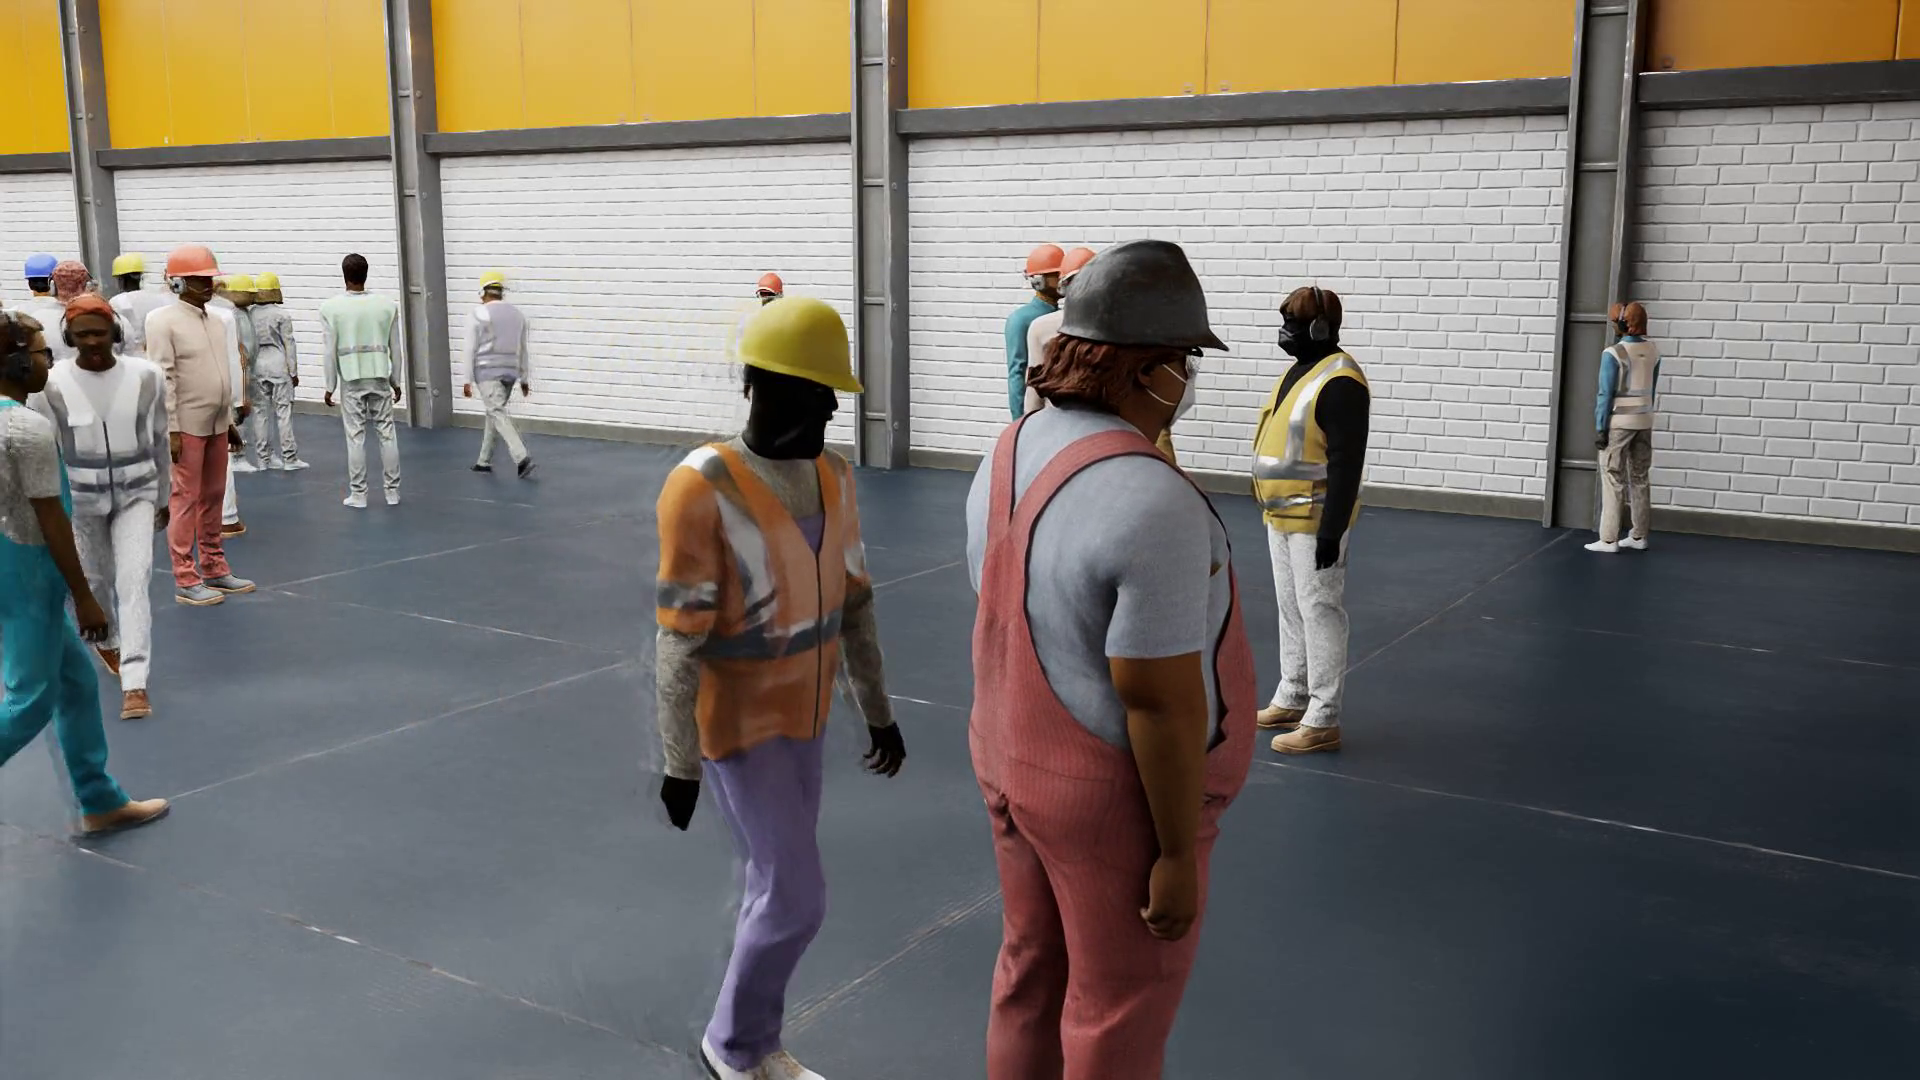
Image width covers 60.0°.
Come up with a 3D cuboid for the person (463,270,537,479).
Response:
[{"bbox_3d":[-3.911,-1.402,14.169,0.886,1.780,0.617,7,12,33],"label":"person"}]

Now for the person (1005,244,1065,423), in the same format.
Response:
[{"bbox_3d":[0.498,-0.713,9.700,0.375,1.997,0.611,8,13,36],"label":"person"}]

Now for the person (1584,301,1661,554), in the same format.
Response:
[{"bbox_3d":[4.304,-0.720,10.767,0.518,1.632,0.312,-5,11,-27],"label":"person"}]

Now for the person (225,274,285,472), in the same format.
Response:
[{"bbox_3d":[-6.182,-1.451,14.533,0.519,1.735,0.503,1,10,4],"label":"person"}]

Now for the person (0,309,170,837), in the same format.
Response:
[{"bbox_3d":[-3.062,0.171,5.337,0.516,1.815,0.876,9,14,41],"label":"person"}]

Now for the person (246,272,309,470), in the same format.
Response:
[{"bbox_3d":[-6.057,-1.482,14.671,0.485,1.744,0.295,2,10,9],"label":"person"}]

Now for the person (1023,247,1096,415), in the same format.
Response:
[{"bbox_3d":[0.643,-0.598,9.112,0.615,1.984,0.420,-2,10,-11],"label":"person"}]

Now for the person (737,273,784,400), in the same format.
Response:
[{"bbox_3d":[-1.565,-1.345,13.877,0.563,1.752,0.325,1,10,8],"label":"person"}]

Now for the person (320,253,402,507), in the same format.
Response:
[{"bbox_3d":[-4.527,-1.203,12.636,0.587,1.920,0.391,-7,12,-33],"label":"person"}]

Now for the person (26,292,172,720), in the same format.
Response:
[{"bbox_3d":[-3.781,-0.187,7.336,0.585,1.818,1.040,-6,12,-30],"label":"person"}]

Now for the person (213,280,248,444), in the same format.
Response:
[{"bbox_3d":[-7.259,-1.729,16.324,0.310,1.638,0.523,5,11,25],"label":"person"}]

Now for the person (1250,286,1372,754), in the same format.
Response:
[{"bbox_3d":[1.373,-0.081,6.635,0.429,1.843,0.631,-2,10,-10],"label":"person"}]

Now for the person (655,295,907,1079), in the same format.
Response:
[{"bbox_3d":[-0.417,0.401,3.783,0.450,1.902,0.616,5,12,28],"label":"person"}]

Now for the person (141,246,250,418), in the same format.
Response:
[{"bbox_3d":[-5.375,-1.081,11.618,0.703,2.000,0.918,1,10,6],"label":"person"}]

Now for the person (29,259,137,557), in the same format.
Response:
[{"bbox_3d":[-5.204,-0.700,9.884,0.651,1.907,0.409,-6,12,-30],"label":"person"}]

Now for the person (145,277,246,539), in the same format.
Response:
[{"bbox_3d":[-5.155,-0.938,11.258,0.584,1.883,0.345,-3,11,-16],"label":"person"}]

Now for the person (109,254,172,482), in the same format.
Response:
[{"bbox_3d":[-6.841,-1.404,13.842,0.629,1.900,0.611,5,11,24],"label":"person"}]

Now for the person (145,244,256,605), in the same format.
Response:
[{"bbox_3d":[-4.262,-0.646,9.332,0.379,1.996,0.609,2,10,9],"label":"person"}]
